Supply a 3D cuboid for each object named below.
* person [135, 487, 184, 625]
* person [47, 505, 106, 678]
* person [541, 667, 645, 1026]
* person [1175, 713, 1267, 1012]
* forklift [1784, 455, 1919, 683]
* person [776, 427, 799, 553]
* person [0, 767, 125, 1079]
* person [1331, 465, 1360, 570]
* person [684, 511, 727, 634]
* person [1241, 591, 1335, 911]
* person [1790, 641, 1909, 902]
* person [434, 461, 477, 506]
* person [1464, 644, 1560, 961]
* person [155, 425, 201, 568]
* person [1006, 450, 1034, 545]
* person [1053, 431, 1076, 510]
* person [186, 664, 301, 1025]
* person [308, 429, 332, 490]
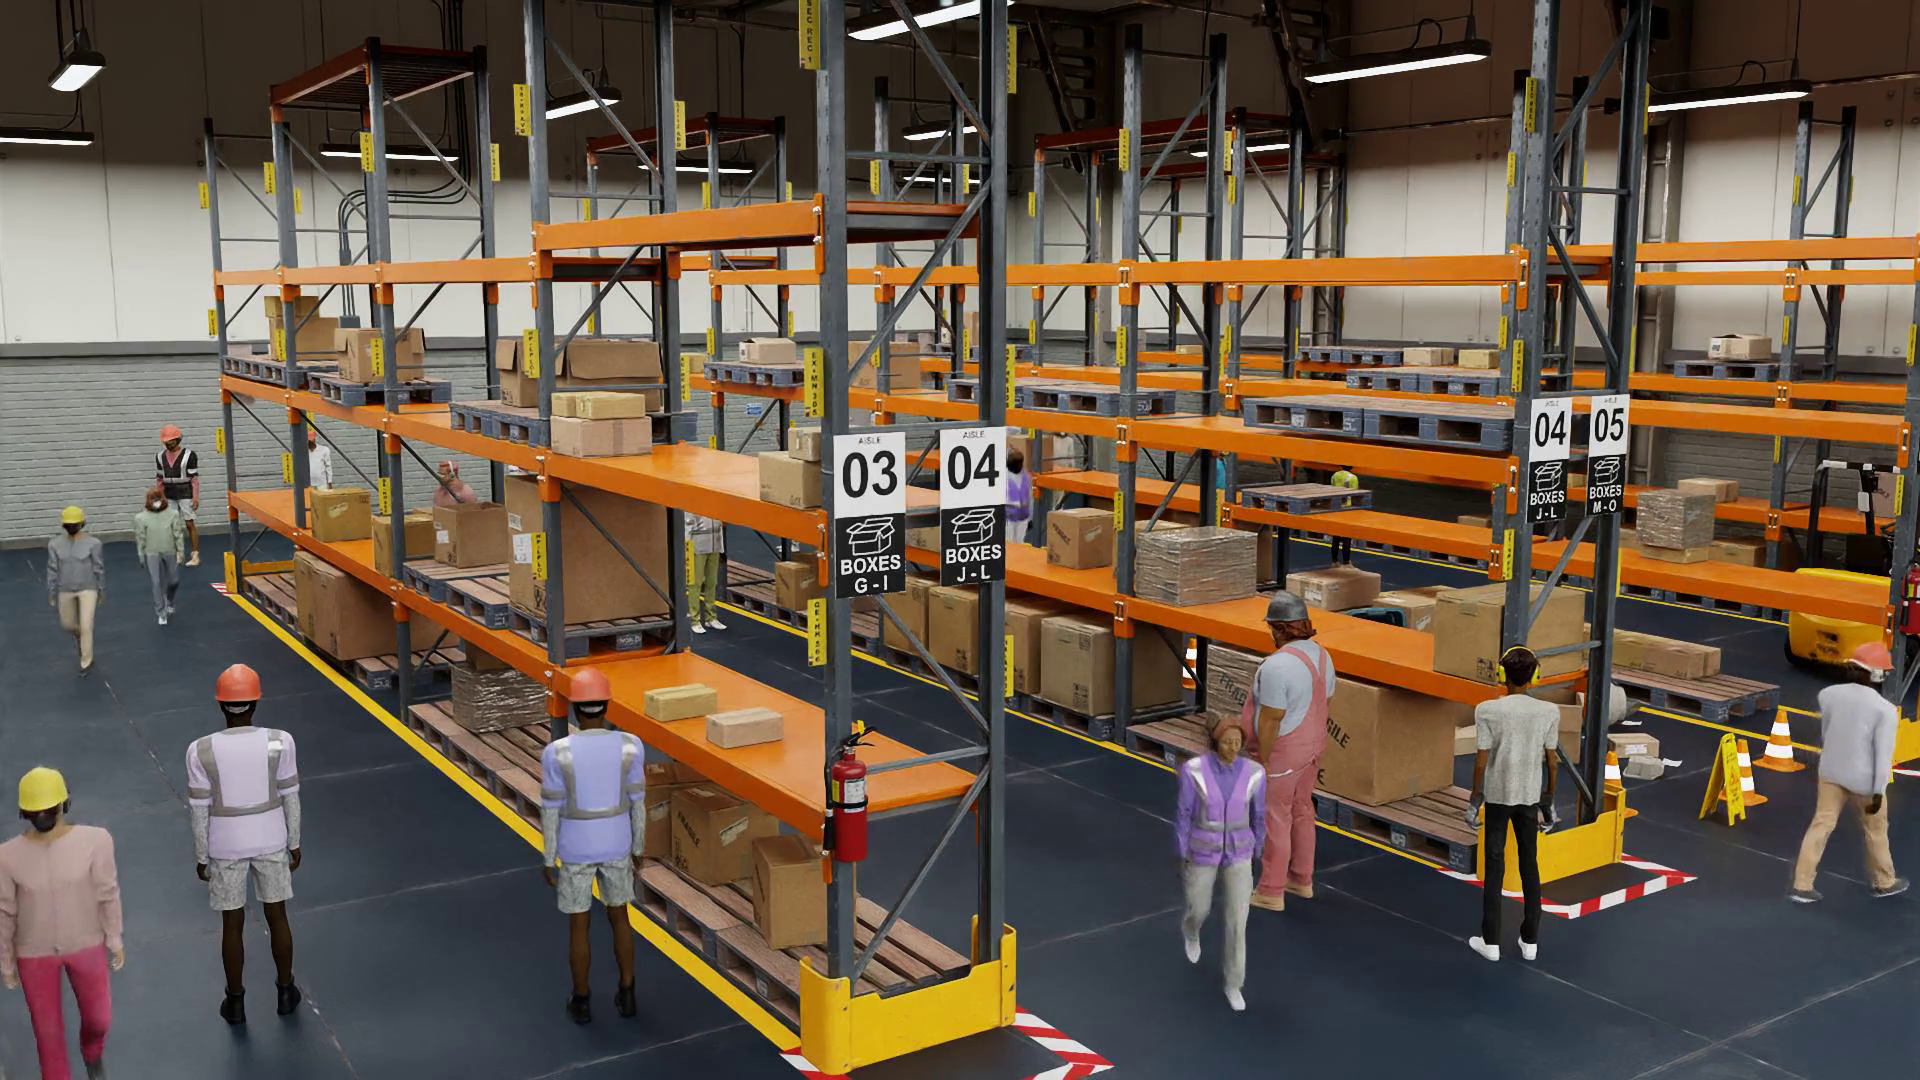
[{"bbox_3d":[-9.433,0.172,19.618,0.500,1.624,0.483,-6,10,-34],"label":"person"},{"bbox_3d":[-9.008,0.497,17.004,0.535,1.749,0.646,-2,9,-13],"label":"person"},{"bbox_3d":[-1.954,1.633,8.883,0.544,1.928,0.384,-4,9,-24],"label":"person"},{"bbox_3d":[1.436,1.728,9.261,0.522,1.614,0.658,0,9,-1],"label":"person"},{"bbox_3d":[9.643,0.253,17.172,2.313,2.155,1.214,-6,10,-33],"label":"forklift"},{"bbox_3d":[-2.605,-0.760,24.913,0.399,1.899,0.635,-1,9,-8],"label":"person"},{"bbox_3d":[-4.186,1.886,7.731,0.533,1.758,0.455,-5,10,-29],"label":"person"},{"bbox_3d":[5.357,-0.392,23.105,0.317,1.700,0.537,-4,9,-24],"label":"person"},{"bbox_3d":[-2.912,0.102,19.059,0.370,1.925,0.594,7,11,39],"label":"person"},{"bbox_3d":[2.058,1.313,10.616,0.535,2.000,0.684,8,11,41],"label":"person"},{"bbox_3d":[5.714,1.480,10.621,0.901,1.707,0.559,-5,10,-28],"label":"person"},{"bbox_3d":[-6.032,0.005,19.786,0.642,1.905,0.399,5,10,31],"label":"person"},{"bbox_3d":[3.223,1.531,9.735,0.537,1.869,0.314,0,9,0],"label":"person"},{"bbox_3d":[-11.067,-0.614,23.508,0.612,2.029,0.410,1,9,5],"label":"person"},{"bbox_3d":[0.693,-0.292,22.034,0.637,1.824,0.441,-5,10,-31],"label":"person"},{"bbox_3d":[1.782,-1.267,29.167,0.526,1.616,0.385,-3,9,-21],"label":"person"},{"bbox_3d":[-3.819,1.620,8.915,0.545,1.938,0.362,-4,10,-26],"label":"person"},{"bbox_3d":[-10.339,-0.937,26.604,0.573,1.739,0.349,-3,9,-21],"label":"person"}]
